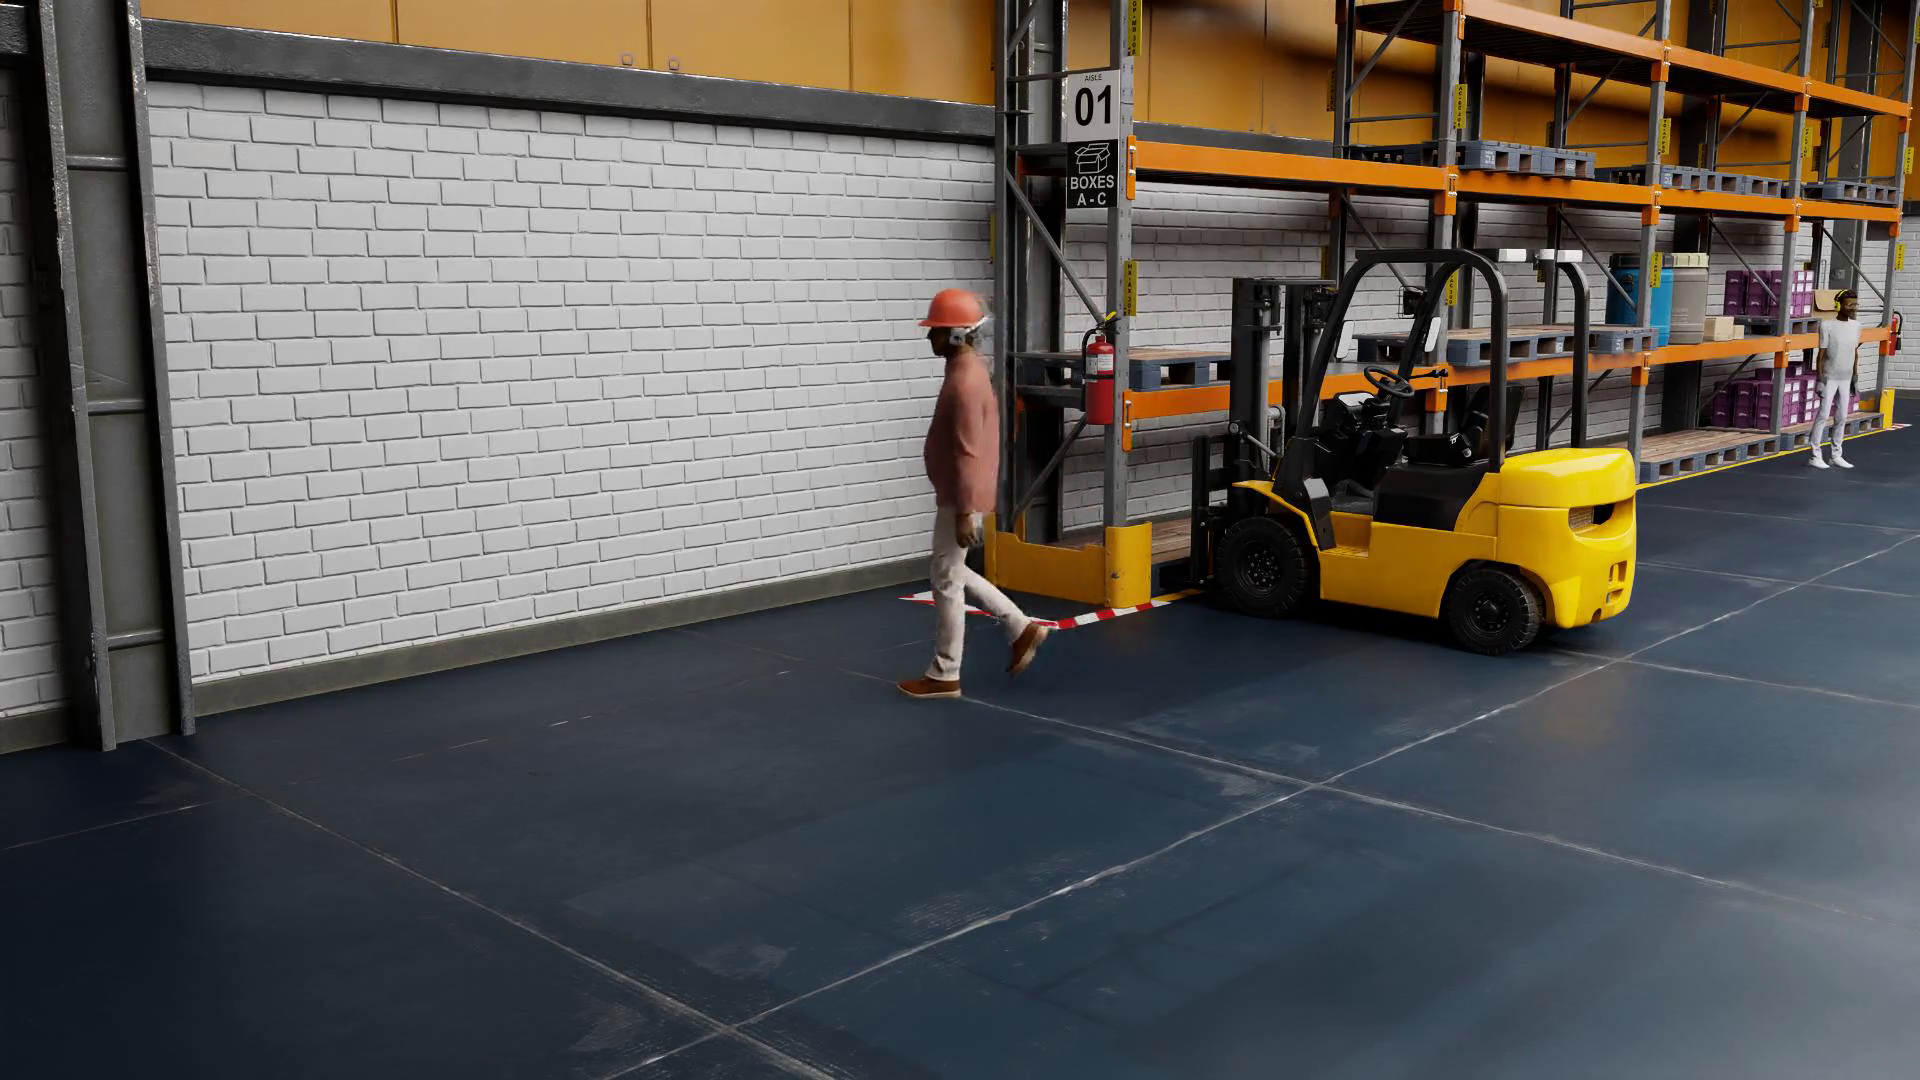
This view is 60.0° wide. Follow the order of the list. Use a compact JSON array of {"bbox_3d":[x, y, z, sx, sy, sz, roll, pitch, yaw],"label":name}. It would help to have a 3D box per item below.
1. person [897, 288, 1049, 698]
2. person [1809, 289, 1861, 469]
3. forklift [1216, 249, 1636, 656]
[{"bbox_3d":[0.049,-0.211,7.980,0.648,1.981,0.628,0,9,2],"label":"person"},{"bbox_3d":[9.118,-1.665,17.279,0.514,1.862,0.325,-2,10,-14],"label":"person"},{"bbox_3d":[2.710,-0.584,9.626,2.313,2.155,1.214,9,13,43],"label":"forklift"}]
